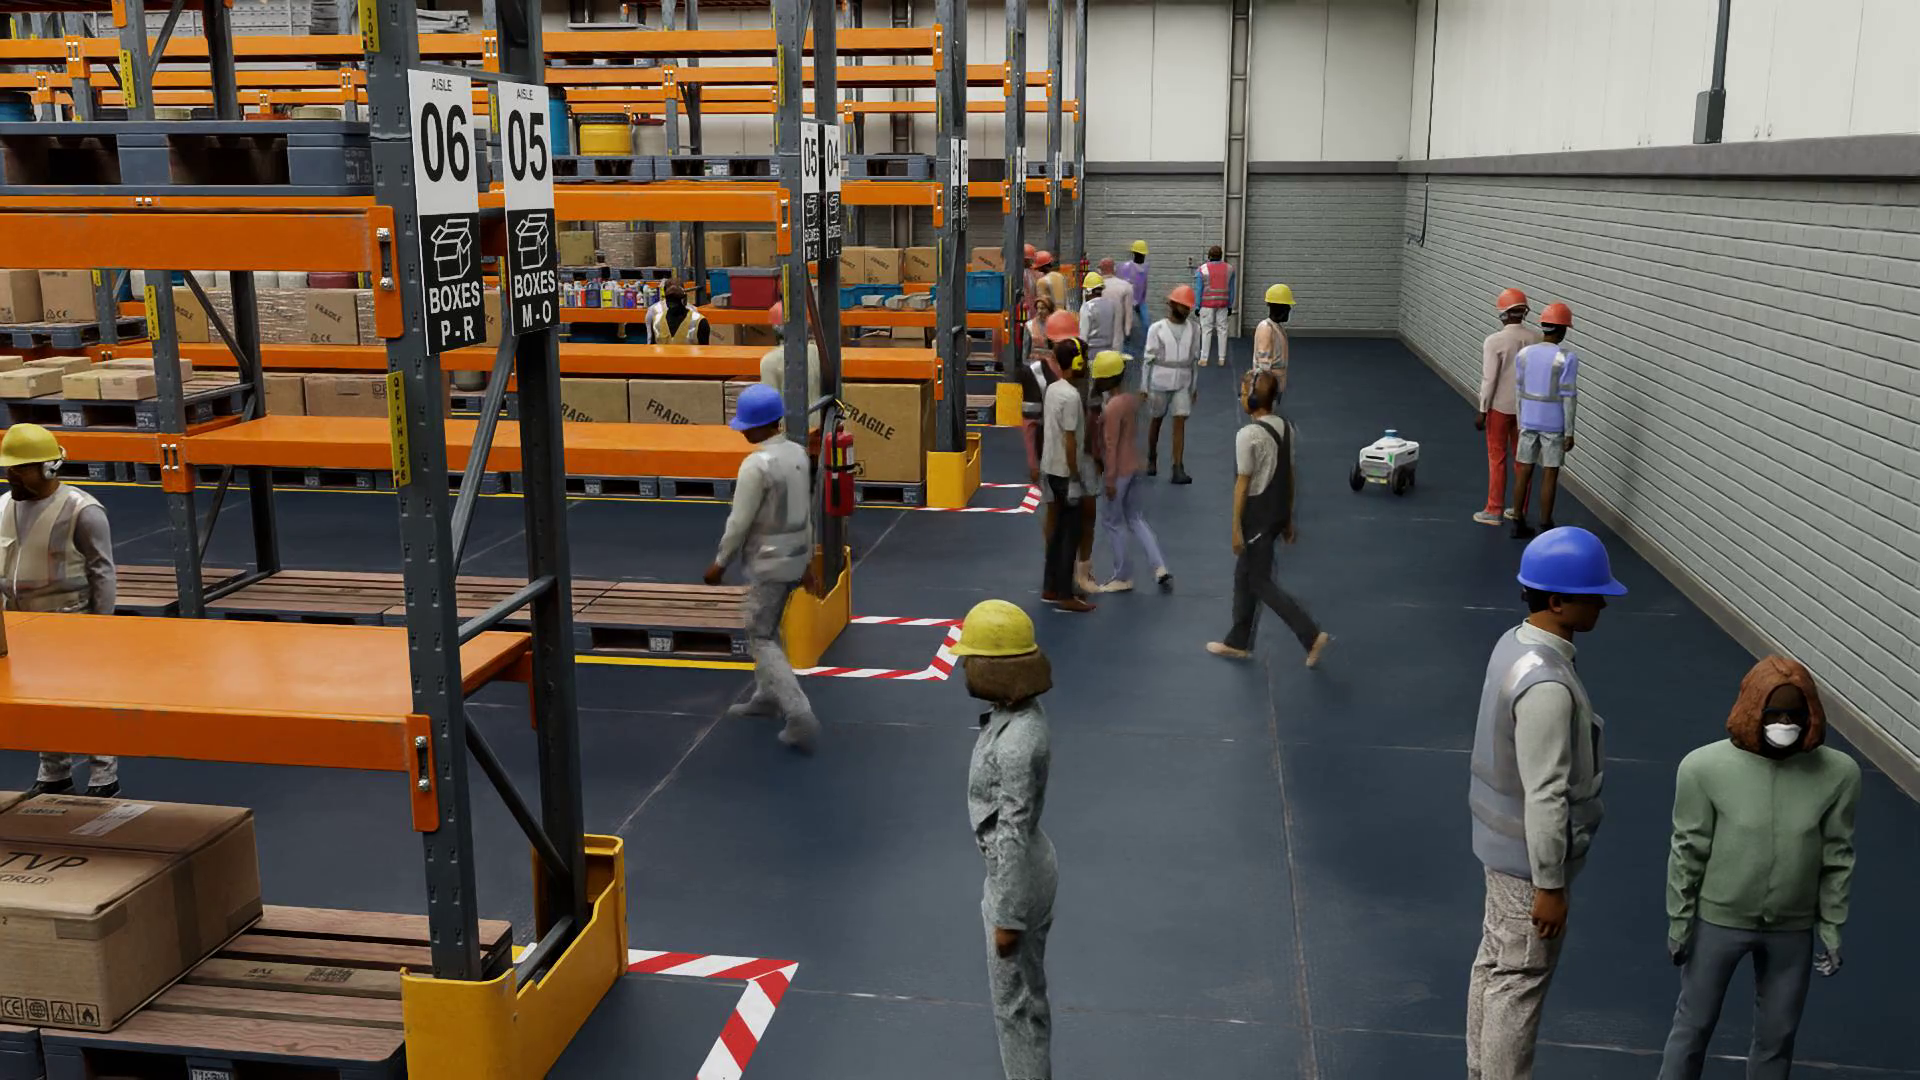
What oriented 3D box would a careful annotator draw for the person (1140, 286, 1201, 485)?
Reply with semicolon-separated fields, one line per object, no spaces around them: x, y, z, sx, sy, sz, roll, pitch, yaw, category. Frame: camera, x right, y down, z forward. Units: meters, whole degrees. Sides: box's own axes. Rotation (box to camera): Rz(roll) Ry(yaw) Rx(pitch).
2.021;-1.494;15.996;0.607;1.887;0.966;-2;13;-8;person

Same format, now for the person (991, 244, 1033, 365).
0.679;-2.956;22.218;0.566;2.000;0.701;8;15;32;person

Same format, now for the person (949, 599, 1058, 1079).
0.129;1.022;4.958;0.323;1.736;0.489;0;12;2;person

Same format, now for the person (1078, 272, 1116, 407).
1.531;-2.144;19.057;0.405;1.826;0.597;10;16;39;person

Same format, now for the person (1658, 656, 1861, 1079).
2.287;1.114;4.801;0.493;1.625;0.286;1;13;6;person

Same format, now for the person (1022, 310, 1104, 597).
0.759;-0.583;11.575;0.637;2.012;0.760;-4;13;-16;person

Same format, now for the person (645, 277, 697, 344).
-3.045;-1.885;17.835;0.620;1.845;0.430;-10;16;-37;person

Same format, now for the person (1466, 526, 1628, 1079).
1.717;0.911;4.969;0.389;1.946;0.614;2;13;10;person

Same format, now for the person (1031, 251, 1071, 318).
1.246;-3.027;22.877;0.499;1.890;0.599;10;16;37;person

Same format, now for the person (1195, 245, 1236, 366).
3.897;-3.592;25.545;0.626;1.844;0.429;-2;13;-9;person

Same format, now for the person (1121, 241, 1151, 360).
2.821;-3.738;26.093;0.593;1.881;0.892;-9;16;-36;person

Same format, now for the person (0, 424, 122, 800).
-4.196;0.367;7.691;0.599;1.830;0.404;3;13;15;person

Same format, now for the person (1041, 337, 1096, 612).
0.737;-0.445;11.323;0.354;1.852;0.544;-3;13;-12;person

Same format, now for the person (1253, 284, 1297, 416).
2.933;-1.432;15.595;0.384;1.924;0.593;4;13;19;person

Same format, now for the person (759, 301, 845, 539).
-1.259;-0.879;13.004;0.620;1.972;0.832;-9;16;-37;person

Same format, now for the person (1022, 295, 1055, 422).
0.936;-1.870;18.248;0.527;1.631;0.320;5;13;20;person

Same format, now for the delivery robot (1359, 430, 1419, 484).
4.033;-0.789;15.604;0.477;0.478;0.707;9;15;35;delivery robot

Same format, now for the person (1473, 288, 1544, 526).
4.621;-1.120;14.039;0.622;1.989;0.399;-5;13;-20;person

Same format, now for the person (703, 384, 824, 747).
-0.980;0.123;8.642;0.683;1.900;0.609;4;13;18;person

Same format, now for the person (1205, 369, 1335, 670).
1.875;-0.104;9.891;0.847;1.819;0.521;10;16;38;person

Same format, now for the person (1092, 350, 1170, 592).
1.188;-0.473;11.730;0.606;1.732;0.559;5;13;21;person

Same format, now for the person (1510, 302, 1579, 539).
4.706;-0.933;13.344;0.380;1.928;0.545;-9;15;-35;person

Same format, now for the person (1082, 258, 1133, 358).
1.889;-2.688;21.463;0.658;1.887;0.877;5;14;22;person

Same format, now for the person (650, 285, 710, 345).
-2.825;-1.633;16.698;0.633;1.842;0.429;2;13;9;person
